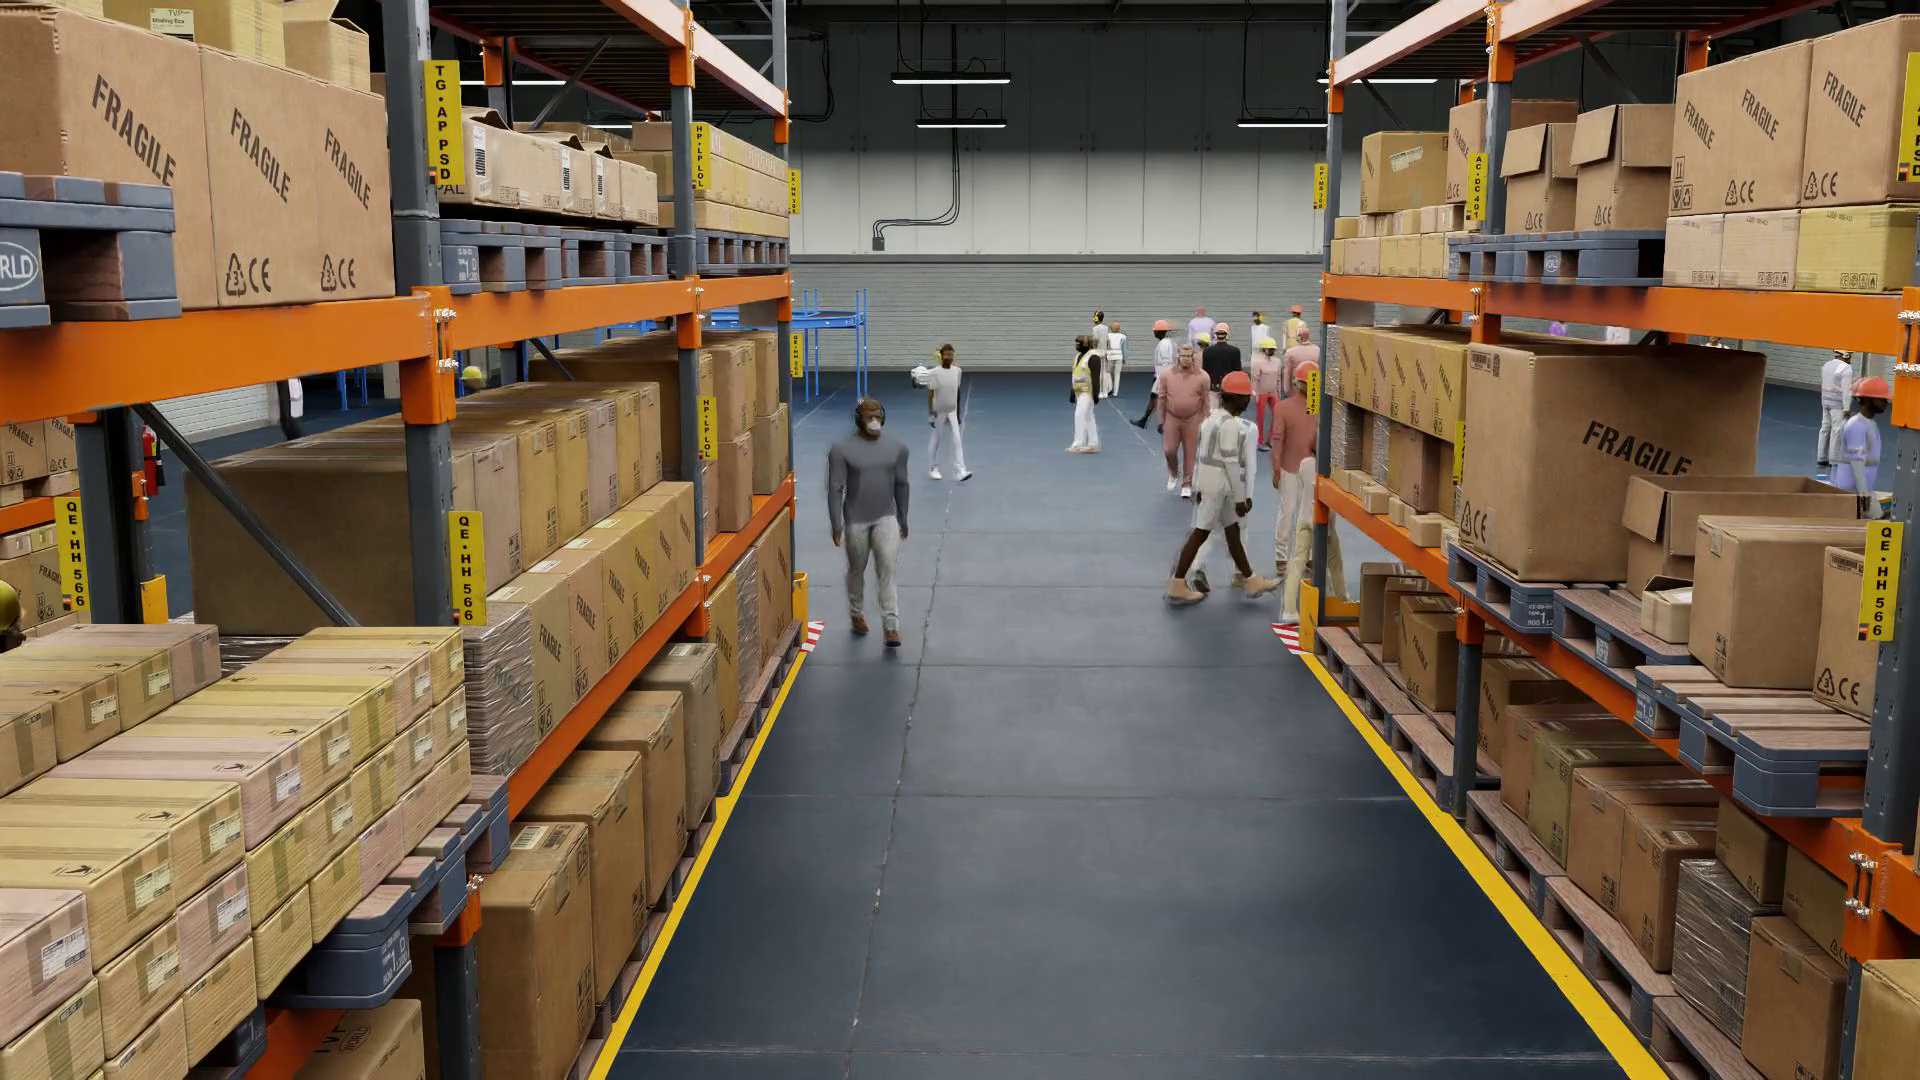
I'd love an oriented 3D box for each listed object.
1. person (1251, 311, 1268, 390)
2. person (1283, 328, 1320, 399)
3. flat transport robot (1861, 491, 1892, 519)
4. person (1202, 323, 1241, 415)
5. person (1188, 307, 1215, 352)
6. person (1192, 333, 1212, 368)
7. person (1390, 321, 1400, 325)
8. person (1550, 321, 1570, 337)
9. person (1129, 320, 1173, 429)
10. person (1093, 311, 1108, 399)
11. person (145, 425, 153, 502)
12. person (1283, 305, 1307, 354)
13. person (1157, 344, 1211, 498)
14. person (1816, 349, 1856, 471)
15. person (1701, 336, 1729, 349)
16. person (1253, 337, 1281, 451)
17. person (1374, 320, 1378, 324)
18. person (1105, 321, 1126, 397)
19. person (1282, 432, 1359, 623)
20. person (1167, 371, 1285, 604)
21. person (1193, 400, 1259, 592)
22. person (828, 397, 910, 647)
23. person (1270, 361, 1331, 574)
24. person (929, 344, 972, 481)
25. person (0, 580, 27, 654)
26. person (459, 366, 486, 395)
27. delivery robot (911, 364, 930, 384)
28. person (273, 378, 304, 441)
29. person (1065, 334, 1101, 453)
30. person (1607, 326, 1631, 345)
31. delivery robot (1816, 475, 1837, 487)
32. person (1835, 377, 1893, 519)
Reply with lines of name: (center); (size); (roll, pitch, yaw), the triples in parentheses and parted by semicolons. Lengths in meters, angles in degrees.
person: (6.680, -4.176, 36.936); (0.686, 1.846, 0.528); (-7, 12, -37)
person: (5.416, -2.374, 26.048); (0.726, 1.881, 0.504); (0, 9, 0)
flat transport robot: (10.410, -0.426, 19.316); (1.431, 0.197, 0.652); (-7, 12, -37)
person: (3.977, -2.302, 25.284); (0.609, 1.990, 0.390); (3, 10, 15)
person: (5.613, -4.501, 38.829); (0.668, 1.873, 0.888); (0, 9, -2)
person: (4.047, -2.558, 27.602); (0.877, 1.730, 0.540); (-9, 13, -43)
person: (8.165, -3.211, 31.251); (0.649, 1.832, 1.045); (4, 10, 24)
person: (13.330, -4.226, 37.094); (0.558, 1.887, 0.651); (-4, 10, -24)
person: (3.478, -2.877, 28.999); (0.996, 1.889, 0.546); (3, 10, 16)
person: (2.979, -3.967, 35.622); (0.319, 1.870, 0.521); (8, 12, 39)
person: (-8.649, -0.948, 17.386); (0.561, 1.918, 0.402); (2, 10, 11)
person: (7.837, -4.552, 38.973); (0.557, 1.918, 0.558); (6, 11, 31)
person: (2.773, -1.480, 20.634); (0.666, 1.895, 0.427); (2, 10, 11)
person: (12.332, -1.899, 23.377); (0.403, 1.824, 0.596); (-1, 10, -5)
person: (12.471, -2.618, 27.611); (0.506, 1.846, 0.351); (5, 11, 29)
person: (4.751, -2.238, 25.593); (0.555, 1.746, 0.489); (-4, 10, -24)
person: (7.063, -2.875, 28.957); (0.606, 1.910, 0.669); (-4, 10, -25)
person: (3.339, -3.920, 36.047); (0.544, 1.622, 0.394); (-1, 9, -4)
person: (2.937, -0.127, 13.447); (0.829, 1.587, 0.504); (-6, 11, -32)
person: (2.267, -0.437, 14.138); (1.058, 1.979, 0.620); (0, 9, 2)
person: (2.347, -0.465, 14.790); (0.587, 1.848, 0.997); (6, 11, 32)
person: (-0.693, -0.153, 12.740); (0.655, 1.882, 1.048); (-2, 10, -14)
person: (3.202, -0.672, 15.511); (0.622, 1.990, 0.400); (-2, 10, -12)
person: (-0.169, -1.686, 22.114); (0.564, 1.816, 0.980); (-5, 10, -25)
person: (-3.324, 1.024, 5.823); (0.597, 1.836, 0.404); (0, 9, 2)
person: (-5.690, -1.181, 19.452); (0.870, 1.697, 0.496); (-3, 10, -20)
delivery robot: (-0.912, -3.877, 38.857); (0.477, 0.478, 0.707); (-2, 10, -14)
person: (-8.489, -1.524, 20.939); (0.744, 1.906, 0.599); (-2, 10, -10)
person: (1.817, -2.230, 25.378); (0.764, 1.813, 0.649); (-3, 10, -20)
person: (14.634, -4.164, 36.916); (0.652, 1.830, 0.438); (-4, 10, -24)
delivery robot: (9.588, -0.486, 18.546); (0.477, 0.478, 0.707); (9, 13, 43)
person: (7.988, -0.466, 14.546); (0.904, 1.896, 0.564); (9, 13, 42)
